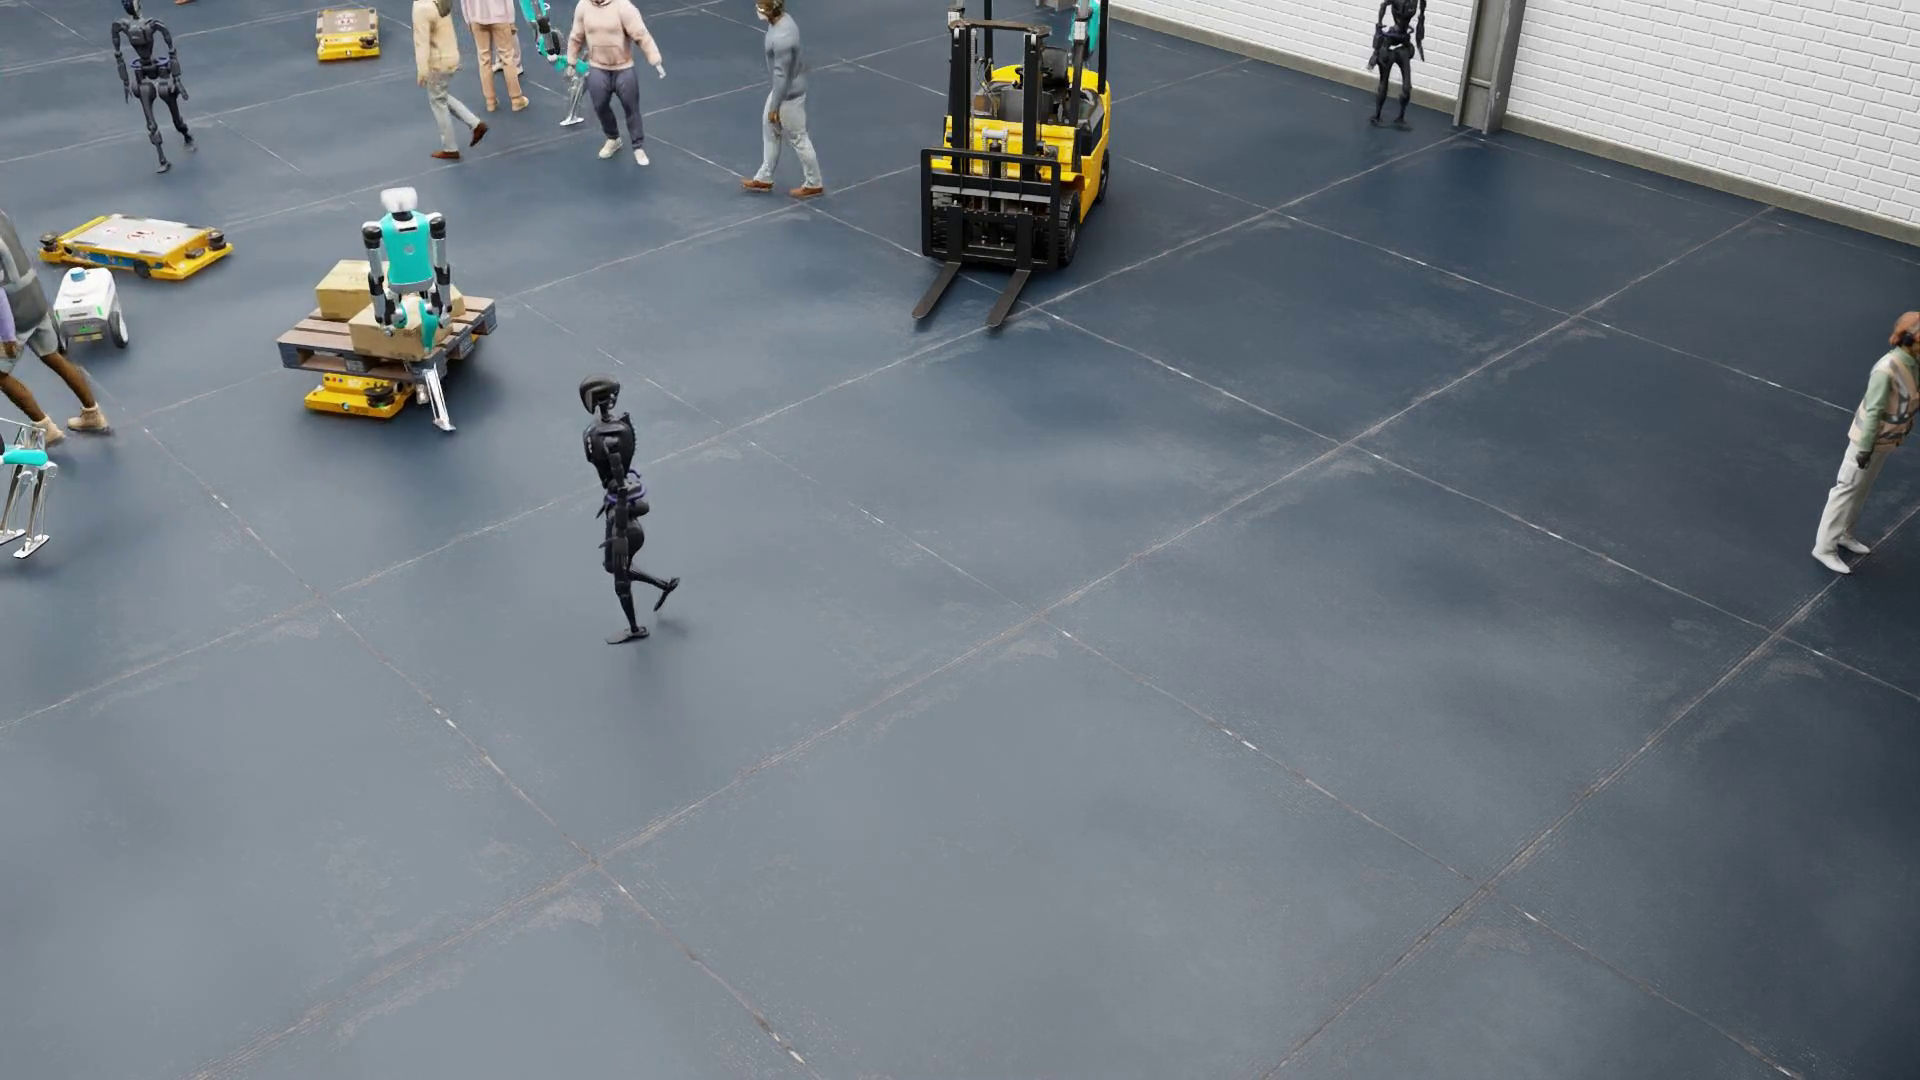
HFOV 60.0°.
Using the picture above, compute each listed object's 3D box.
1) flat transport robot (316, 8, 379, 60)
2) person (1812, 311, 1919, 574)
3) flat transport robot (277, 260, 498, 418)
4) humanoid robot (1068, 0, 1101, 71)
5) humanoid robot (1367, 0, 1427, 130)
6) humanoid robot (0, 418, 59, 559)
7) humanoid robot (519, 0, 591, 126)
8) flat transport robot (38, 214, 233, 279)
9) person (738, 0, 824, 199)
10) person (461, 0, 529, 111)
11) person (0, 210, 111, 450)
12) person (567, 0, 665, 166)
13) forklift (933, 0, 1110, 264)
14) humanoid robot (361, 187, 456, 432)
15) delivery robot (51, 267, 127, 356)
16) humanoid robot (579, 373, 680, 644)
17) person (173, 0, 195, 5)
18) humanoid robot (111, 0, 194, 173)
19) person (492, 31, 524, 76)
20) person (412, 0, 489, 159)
[{"bbox_3d":[-7.046,-5.839,19.148,0.659,0.231,1.431,-9,34,-14],"label":"flat transport robot"},{"bbox_3d":[5.409,-0.591,9.821,0.510,1.642,0.306,-27,42,-35],"label":"person"},{"bbox_3d":[-4.147,-1.333,12.222,0.659,0.231,1.431,7,34,11],"label":"flat transport robot"},{"bbox_3d":[0.901,-4.393,15.599,1.010,1.752,0.544,9,34,13],"label":"humanoid robot"},{"bbox_3d":[4.301,-4.852,16.346,0.612,1.635,0.466,-12,35,-18],"label":"humanoid robot"},{"bbox_3d":[-5.703,-0.701,9.782,0.533,1.677,0.735,15,36,21],"label":"humanoid robot"},{"bbox_3d":[-3.935,-4.877,16.371,0.761,1.828,0.544,-16,36,-23],"label":"humanoid robot"},{"bbox_3d":[-6.927,-2.467,13.965,1.431,0.231,0.659,10,34,15],"label":"flat transport robot"},{"bbox_3d":[-1.653,-3.937,14.728,0.883,1.896,0.669,-4,33,-6],"label":"person"},{"bbox_3d":[-4.754,-5.228,16.819,0.525,1.784,0.407,2,33,2],"label":"person"},{"bbox_3d":[-6.170,-1.473,10.864,0.673,1.981,0.722,-7,34,-10],"label":"person"},{"bbox_3d":[-3.188,-4.446,15.570,0.983,1.846,0.444,3,33,5],"label":"person"},{"bbox_3d":[0.570,-3.725,14.138,1.214,2.155,2.313,9,34,13],"label":"forklift"},{"bbox_3d":[-3.745,-1.621,11.326,0.556,1.769,0.857,-16,36,-23],"label":"humanoid robot"},{"bbox_3d":[-6.628,-1.766,12.622,0.499,0.592,0.771,-10,34,-15],"label":"delivery robot"},{"bbox_3d":[-1.812,-0.162,9.142,0.477,1.644,0.615,-10,34,-15],"label":"humanoid robot"},{"bbox_3d":[-9.559,-7.374,20.238,0.417,1.637,0.486,-27,42,-35],"label":"person"},{"bbox_3d":[-7.551,-4.331,15.592,0.585,1.651,0.756,-4,33,-6],"label":"humanoid robot"},{"bbox_3d":[-4.988,-5.837,17.772,0.527,1.767,0.328,24,40,32],"label":"person"},{"bbox_3d":[-4.874,-4.499,15.633,0.486,1.857,0.584,2,33,3],"label":"person"}]
